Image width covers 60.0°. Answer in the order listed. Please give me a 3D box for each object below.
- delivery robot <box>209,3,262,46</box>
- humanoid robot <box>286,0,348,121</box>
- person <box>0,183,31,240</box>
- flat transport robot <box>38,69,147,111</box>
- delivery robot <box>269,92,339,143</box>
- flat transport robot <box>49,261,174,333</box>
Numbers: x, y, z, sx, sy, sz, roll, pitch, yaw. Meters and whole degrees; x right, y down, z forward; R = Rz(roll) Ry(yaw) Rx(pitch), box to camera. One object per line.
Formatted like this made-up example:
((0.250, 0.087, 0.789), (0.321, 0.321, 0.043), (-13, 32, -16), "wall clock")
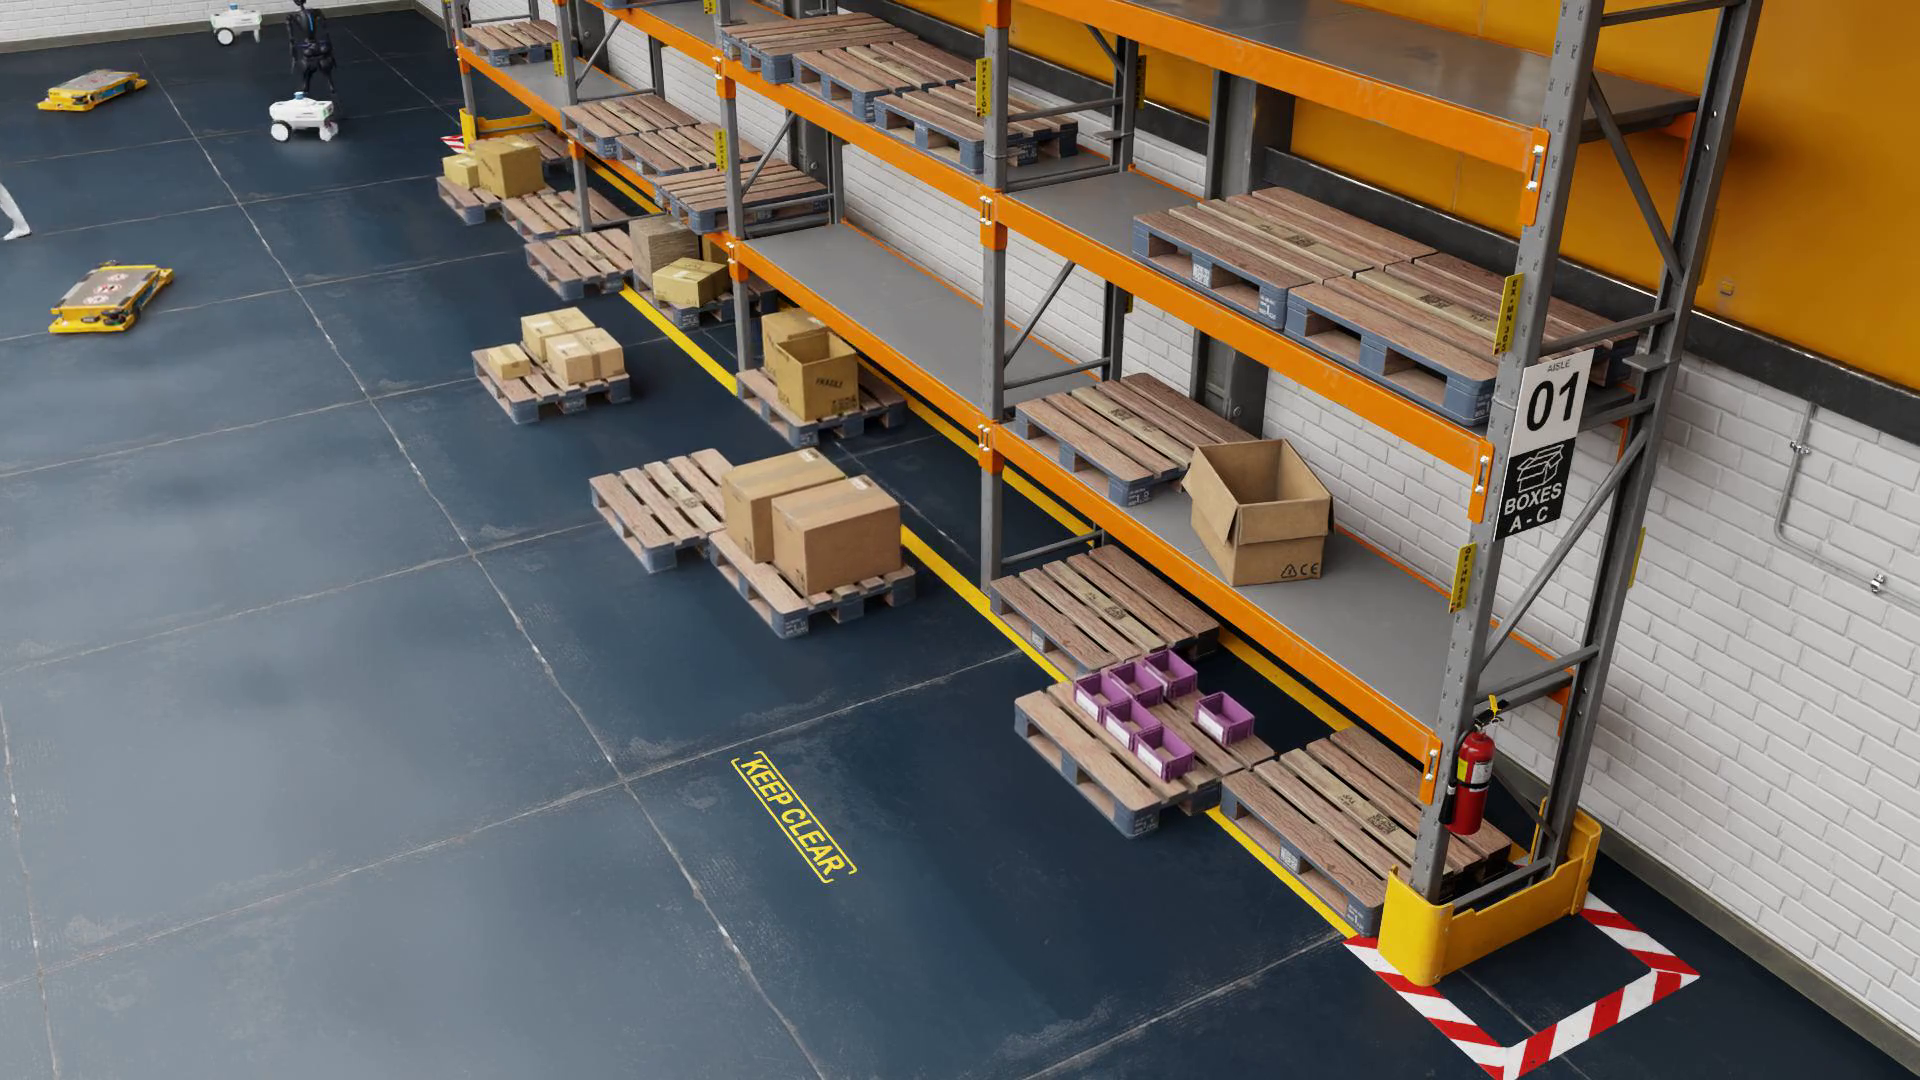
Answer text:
((-10.918, -7.774, 25.057), (0.757, 0.585, 0.503), (-16, 33, -26), "delivery robot")
((-8.161, -6.107, 20.988), (0.479, 1.640, 0.595), (23, 37, 34), "humanoid robot")
((-10.122, -3.853, 17.011), (0.796, 1.656, 0.480), (-14, 33, -24), "person")
((-11.605, -6.020, 22.260), (0.659, 0.231, 1.431), (4, 30, 8), "flat transport robot")
((-8.152, -5.230, 20.593), (0.815, 0.612, 0.499), (-1, 30, -1), "delivery robot")
((-7.997, -2.301, 15.693), (0.659, 0.231, 1.431), (-3, 30, -5), "flat transport robot")
